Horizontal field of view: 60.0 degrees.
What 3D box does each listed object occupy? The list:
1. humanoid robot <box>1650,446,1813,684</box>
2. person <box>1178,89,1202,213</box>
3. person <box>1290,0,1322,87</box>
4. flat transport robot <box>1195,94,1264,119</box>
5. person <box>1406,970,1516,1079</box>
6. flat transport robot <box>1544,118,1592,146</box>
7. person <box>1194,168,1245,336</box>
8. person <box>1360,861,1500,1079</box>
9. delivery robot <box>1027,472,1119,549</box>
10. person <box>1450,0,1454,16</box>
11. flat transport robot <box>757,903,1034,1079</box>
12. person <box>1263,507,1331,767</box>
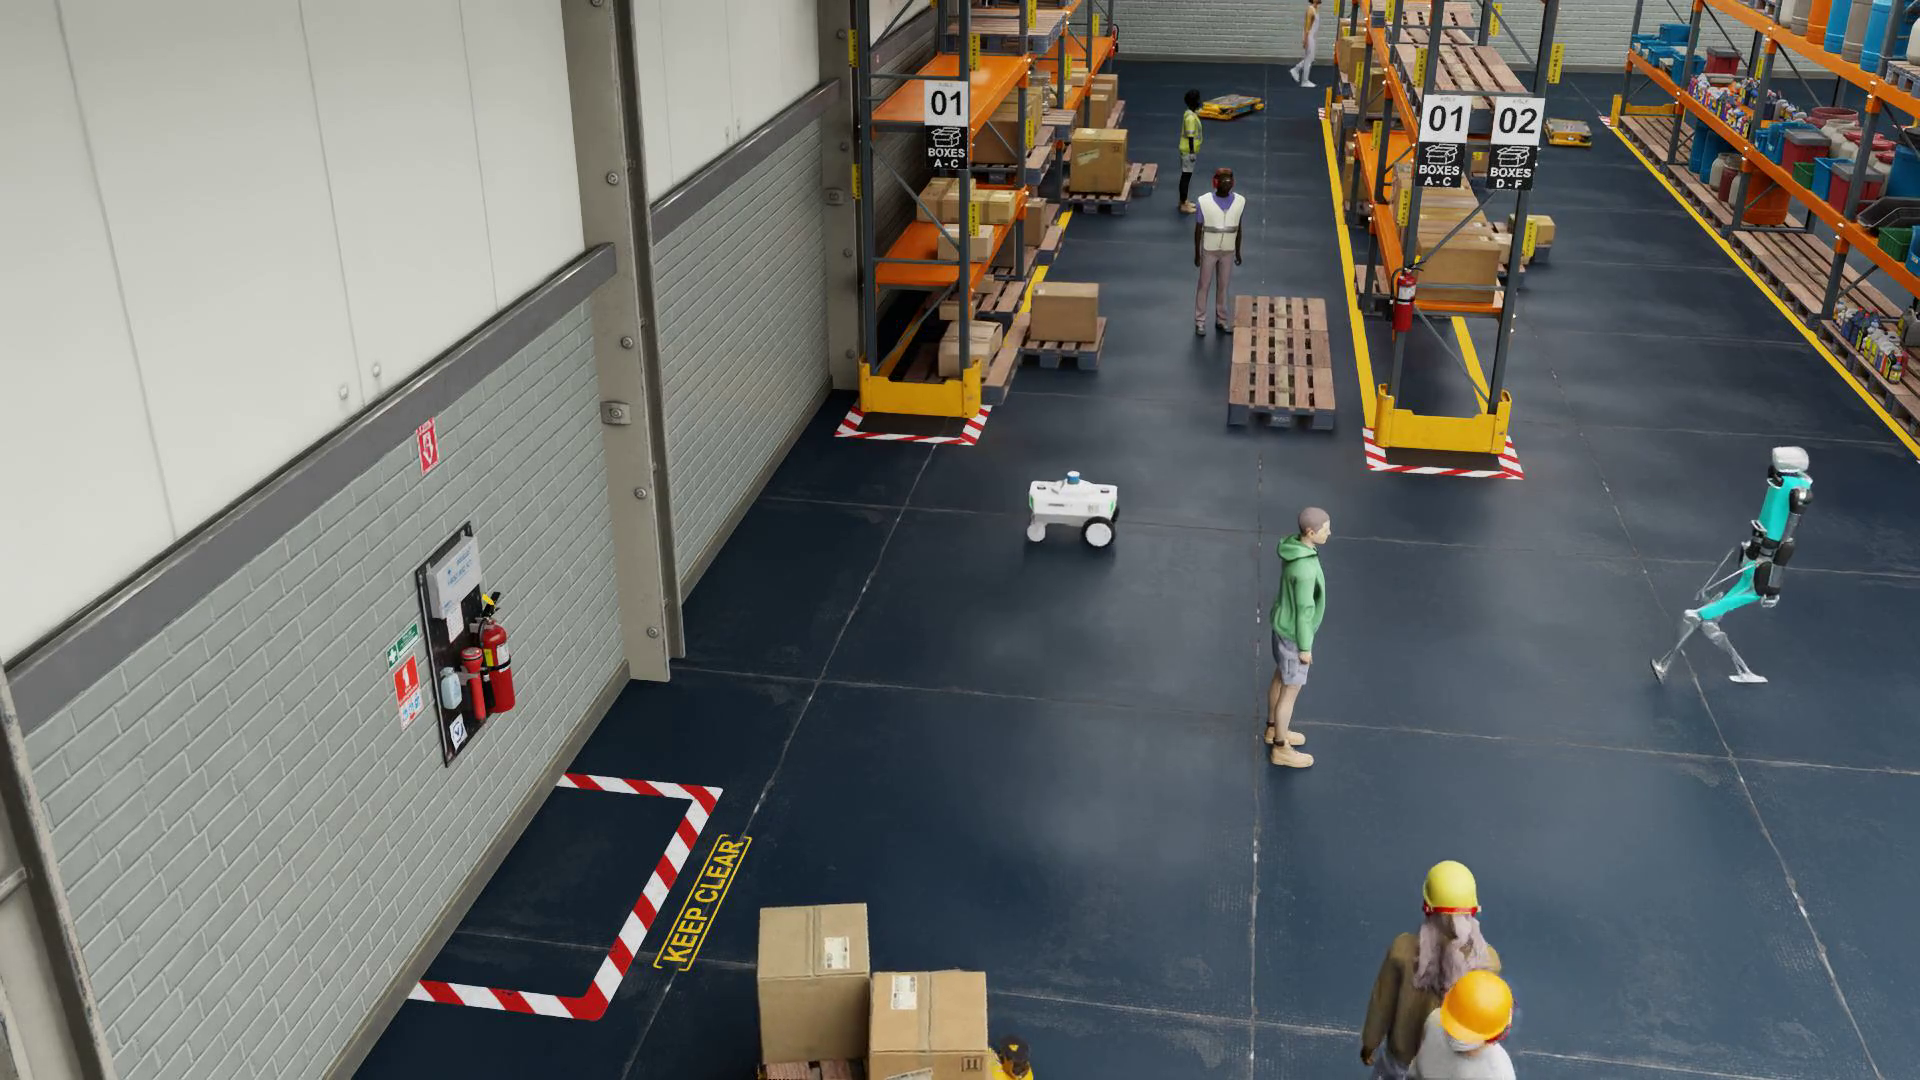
[{"bbox_3d":[5.114,0.201,11.215,0.952,1.772,0.535,3,25,6],"label":"humanoid robot"},{"bbox_3d":[3.236,-5.467,23.368,0.319,1.699,0.531,2,25,3],"label":"person"},{"bbox_3d":[6.811,-9.787,32.428,0.572,1.852,0.556,9,27,19],"label":"person"},{"bbox_3d":[4.892,-7.854,30.168,0.659,0.231,1.431,18,30,33],"label":"flat transport robot"},{"bbox_3d":[1.853,2.380,6.370,0.476,1.871,0.602,-7,26,-14],"label":"person"},{"bbox_3d":[10.256,-6.879,28.080,0.659,0.231,1.431,6,26,13],"label":"flat transport robot"},{"bbox_3d":[2.832,-3.175,18.286,0.565,1.850,0.390,-6,26,-14],"label":"person"},{"bbox_3d":[1.981,2.153,7.001,0.576,1.742,0.538,3,25,7],"label":"person"},{"bbox_3d":[0.943,-0.257,13.590,0.810,0.612,0.499,3,25,7],"label":"delivery robot"},{"bbox_3d":[9.241,-9.385,31.682,0.531,1.764,0.327,-4,25,-8],"label":"person"},{"bbox_3d":[-0.332,2.660,7.665,1.431,0.231,0.659,-4,25,-9],"label":"flat transport robot"},{"bbox_3d":[2.085,0.593,10.354,0.321,1.738,0.472,0,25,0],"label":"person"}]
